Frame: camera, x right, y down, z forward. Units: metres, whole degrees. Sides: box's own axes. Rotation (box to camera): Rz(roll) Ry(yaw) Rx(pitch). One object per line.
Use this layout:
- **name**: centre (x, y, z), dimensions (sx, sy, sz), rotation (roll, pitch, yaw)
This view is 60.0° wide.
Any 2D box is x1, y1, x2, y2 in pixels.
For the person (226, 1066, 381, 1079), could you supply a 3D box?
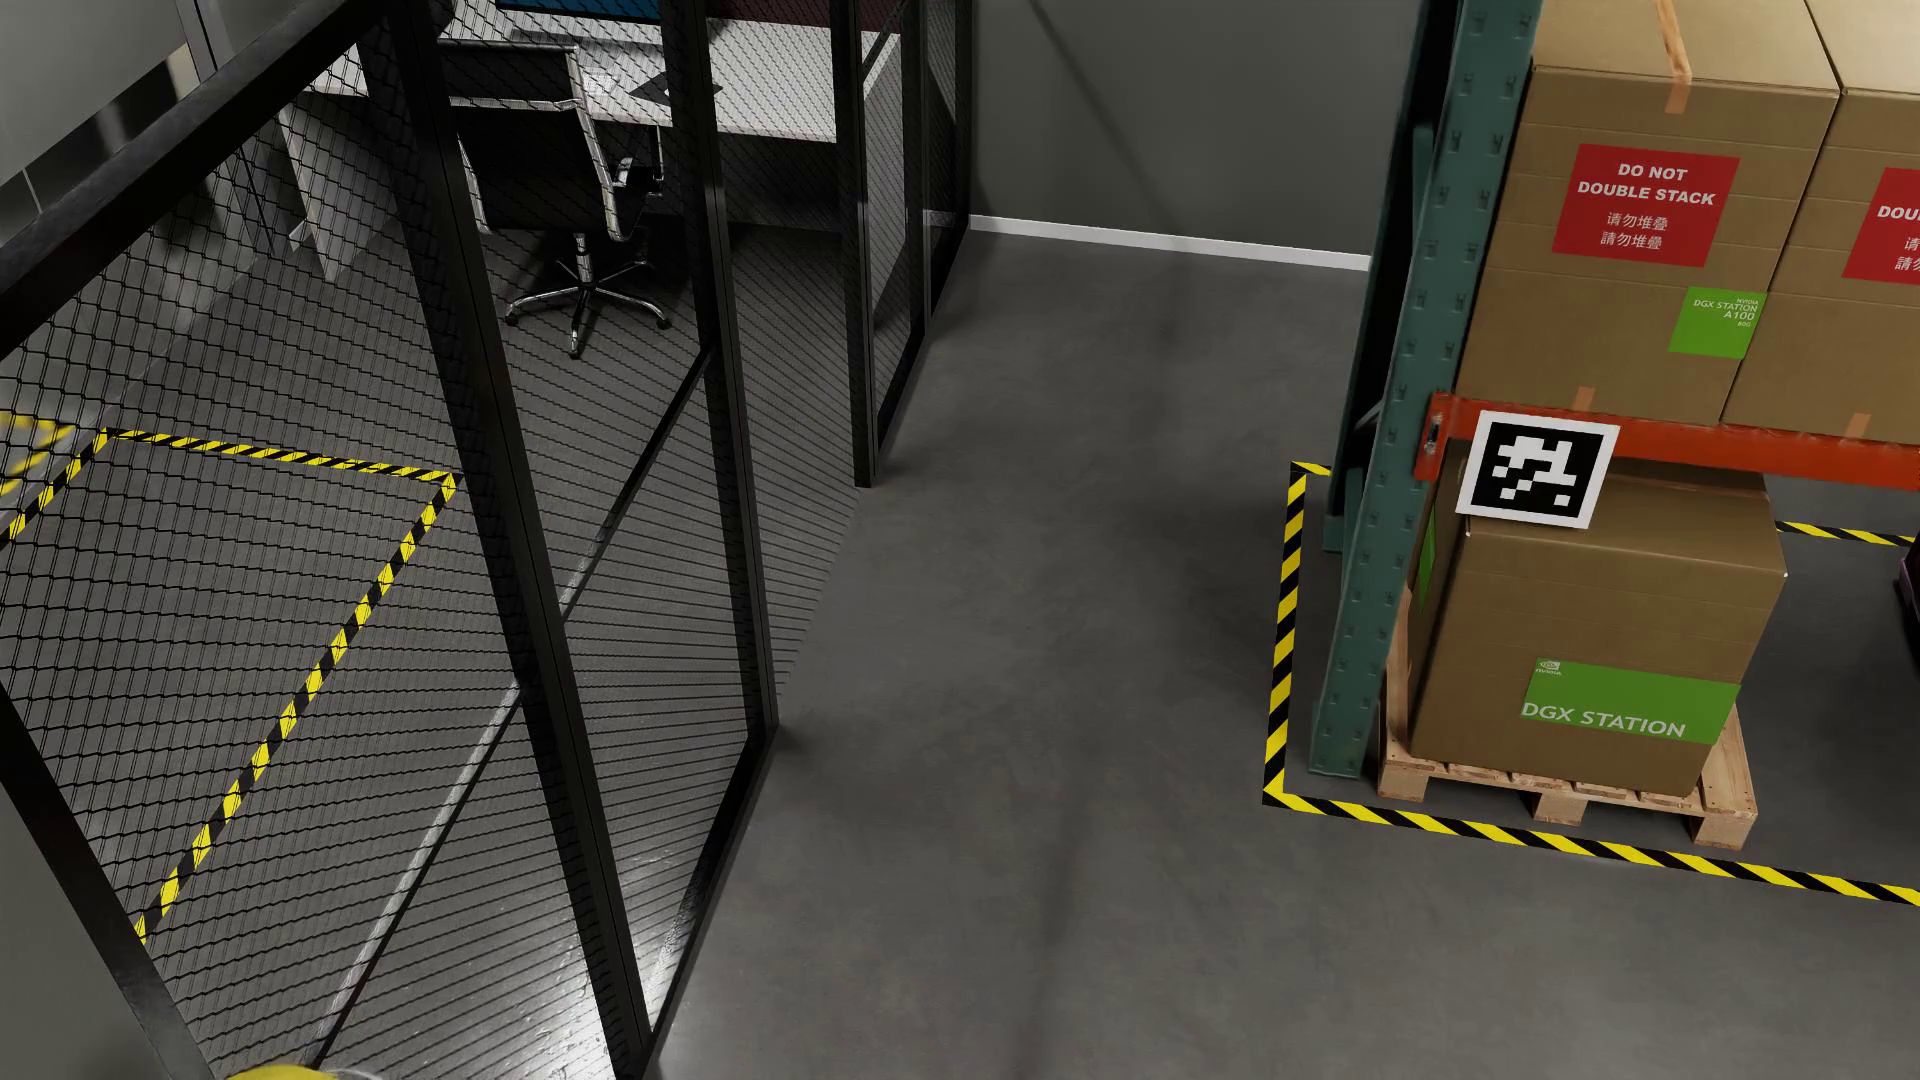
- **person**: centre (-0.678, 1.230, 2.161), dimensions (0.601, 1.830, 0.404), rotation (13, 43, 14)
